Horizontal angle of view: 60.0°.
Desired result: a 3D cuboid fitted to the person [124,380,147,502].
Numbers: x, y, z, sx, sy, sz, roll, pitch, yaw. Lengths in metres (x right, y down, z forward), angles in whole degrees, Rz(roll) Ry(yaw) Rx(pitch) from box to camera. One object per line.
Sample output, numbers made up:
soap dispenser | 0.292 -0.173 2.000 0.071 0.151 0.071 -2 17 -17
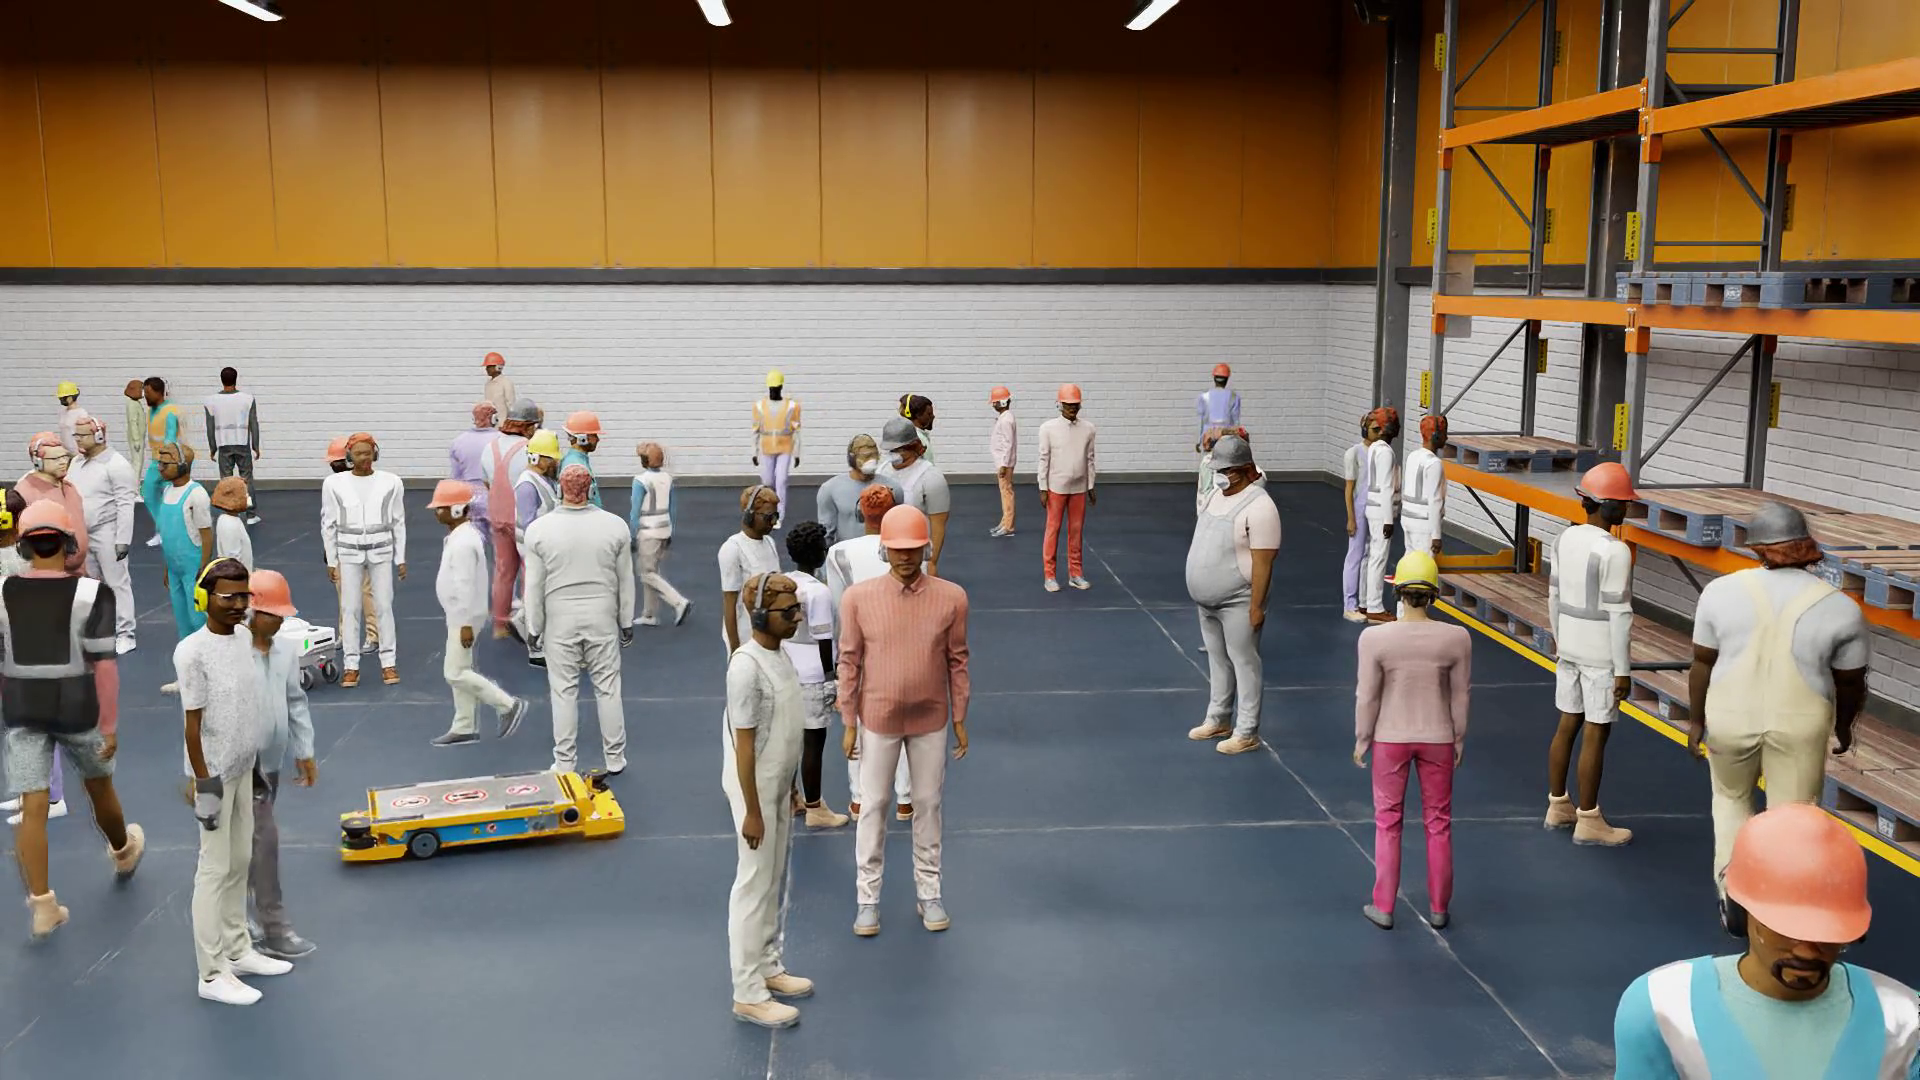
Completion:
person | -10.975 -1.319 22.216 0.265 1.632 0.507 -3 10 -19

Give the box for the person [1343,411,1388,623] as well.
person | 3.573 -0.204 14.553 0.508 1.846 0.345 -6 11 -34

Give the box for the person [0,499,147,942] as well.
person | -4.255 0.792 7.878 0.614 1.976 1.061 -2 9 -15

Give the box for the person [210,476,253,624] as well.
person | -5.057 0.365 11.640 0.282 1.634 0.498 -4 10 -24

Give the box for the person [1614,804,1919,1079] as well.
person | 1.595 1.498 3.307 0.601 2.035 0.427 2 9 10

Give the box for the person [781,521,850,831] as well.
person | -0.830 0.736 9.116 0.317 1.696 0.538 -6 11 -34

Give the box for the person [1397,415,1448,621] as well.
person | 3.843 -0.095 13.791 0.355 1.876 0.573 -1 9 -6

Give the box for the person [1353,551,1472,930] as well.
person | 2.083 0.928 7.690 0.523 1.769 0.324 1 9 4

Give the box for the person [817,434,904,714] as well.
person | -0.677 0.231 11.532 0.628 1.939 0.373 -3 10 -20

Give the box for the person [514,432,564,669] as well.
person | -3.218 0.078 12.855 0.403 1.822 0.588 0 9 -2

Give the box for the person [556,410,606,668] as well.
person | -2.919 -0.009 12.884 0.406 1.988 0.614 -3 10 -20

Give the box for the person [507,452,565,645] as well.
person | -3.301 0.102 13.337 0.563 1.625 0.529 -5 10 -30

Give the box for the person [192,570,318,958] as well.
person | -3.083 0.991 7.443 0.771 1.711 0.572 3 9 17

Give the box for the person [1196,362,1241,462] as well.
person | 3.285 -1.293 21.149 0.571 1.919 0.473 1 9 9

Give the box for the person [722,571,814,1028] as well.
person | -0.783 1.033 6.782 0.345 1.845 0.505 2 9 10

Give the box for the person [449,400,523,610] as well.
person | -4.240 -0.306 14.996 0.643 1.909 0.399 1 9 8

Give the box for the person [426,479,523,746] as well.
person | -3.144 0.469 10.644 0.490 1.738 0.582 -3 10 -20

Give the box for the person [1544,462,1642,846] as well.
person | 3.392 0.601 8.875 0.373 2.042 0.614 -2 9 -13

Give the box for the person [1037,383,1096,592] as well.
person | 1.033 -0.506 15.981 0.608 1.995 0.376 -4 10 -23

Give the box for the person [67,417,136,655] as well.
person | -6.874 -0.029 13.261 0.641 1.908 0.407 4 10 23

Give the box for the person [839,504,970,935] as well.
person | -0.249 0.821 7.644 0.612 1.995 0.393 -1 9 -9

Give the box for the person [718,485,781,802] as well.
person | -1.178 0.597 9.539 0.344 1.841 0.506 4 10 23

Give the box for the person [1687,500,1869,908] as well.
person | 3.700 0.813 7.552 0.713 2.000 0.665 5 10 29

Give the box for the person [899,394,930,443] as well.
person | -0.457 -0.512 16.462 0.328 1.861 0.501 3 10 18

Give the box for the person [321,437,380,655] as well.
person | -4.870 0.045 13.278 0.573 1.747 0.338 3 10 21

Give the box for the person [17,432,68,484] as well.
person | -7.447 -0.018 13.671 0.330 1.751 0.563 0 9 2

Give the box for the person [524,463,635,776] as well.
person | -2.286 0.488 10.013 0.651 1.906 0.401 -3 10 -20

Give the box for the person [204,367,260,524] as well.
person | -8.811 -1.136 20.174 0.593 1.920 0.391 -3 10 -19

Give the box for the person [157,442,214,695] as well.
person | -5.538 0.219 11.896 0.513 1.845 0.336 6 11 35

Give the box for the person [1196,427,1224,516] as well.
person | 2.322 -0.222 15.294 0.308 1.645 0.514 3 9 16

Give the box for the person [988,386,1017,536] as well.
person | 0.492 -0.916 19.332 0.337 1.744 0.563 0 9 0

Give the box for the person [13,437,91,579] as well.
person | -6.273 0.239 11.574 0.407 1.910 0.639 1 9 6

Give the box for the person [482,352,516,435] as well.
person | -6.233 -1.539 22.467 0.614 1.993 0.395 8 12 43

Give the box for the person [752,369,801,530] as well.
person | -2.188 -1.097 19.947 0.601 1.910 0.632 1 9 7

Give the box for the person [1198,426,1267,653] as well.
person | 2.187 0.020 13.136 0.389 1.847 0.563 -5 10 -30

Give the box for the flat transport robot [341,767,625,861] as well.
flat transport robot | -2.587 1.465 8.995 1.431 0.197 0.652 -3 10 -21

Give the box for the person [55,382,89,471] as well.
person | -10.622 -1.018 19.948 0.524 1.761 0.339 5 11 31

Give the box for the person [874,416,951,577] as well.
person | -0.438 0.109 11.971 0.678 2.000 0.537 7 11 36

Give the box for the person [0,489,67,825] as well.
person | -5.203 0.635 9.207 0.329 1.871 0.513 -6 11 -31

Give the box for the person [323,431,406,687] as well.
person | -4.380 0.142 12.268 0.573 1.881 0.356 -3 10 -19

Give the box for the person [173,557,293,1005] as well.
person | -3.061 0.992 6.994 0.335 1.864 0.521 1 9 5

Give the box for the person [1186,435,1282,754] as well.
person | 1.703 0.326 10.611 0.535 2.000 0.680 -4 10 -24

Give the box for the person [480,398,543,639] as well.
person | -3.593 -0.177 13.772 0.686 2.000 0.535 5 10 28

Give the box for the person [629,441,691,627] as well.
person | -2.574 -0.034 14.182 0.594 1.620 0.523 4 10 23

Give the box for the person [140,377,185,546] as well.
person | -8.891 -0.857 18.464 0.610 1.899 0.577 8 12 43

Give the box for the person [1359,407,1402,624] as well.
person | 3.668 -0.215 14.497 0.338 1.882 0.583 0 9 0

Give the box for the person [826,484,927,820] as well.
person | -0.448 0.626 9.223 0.573 1.883 0.355 1 9 3
